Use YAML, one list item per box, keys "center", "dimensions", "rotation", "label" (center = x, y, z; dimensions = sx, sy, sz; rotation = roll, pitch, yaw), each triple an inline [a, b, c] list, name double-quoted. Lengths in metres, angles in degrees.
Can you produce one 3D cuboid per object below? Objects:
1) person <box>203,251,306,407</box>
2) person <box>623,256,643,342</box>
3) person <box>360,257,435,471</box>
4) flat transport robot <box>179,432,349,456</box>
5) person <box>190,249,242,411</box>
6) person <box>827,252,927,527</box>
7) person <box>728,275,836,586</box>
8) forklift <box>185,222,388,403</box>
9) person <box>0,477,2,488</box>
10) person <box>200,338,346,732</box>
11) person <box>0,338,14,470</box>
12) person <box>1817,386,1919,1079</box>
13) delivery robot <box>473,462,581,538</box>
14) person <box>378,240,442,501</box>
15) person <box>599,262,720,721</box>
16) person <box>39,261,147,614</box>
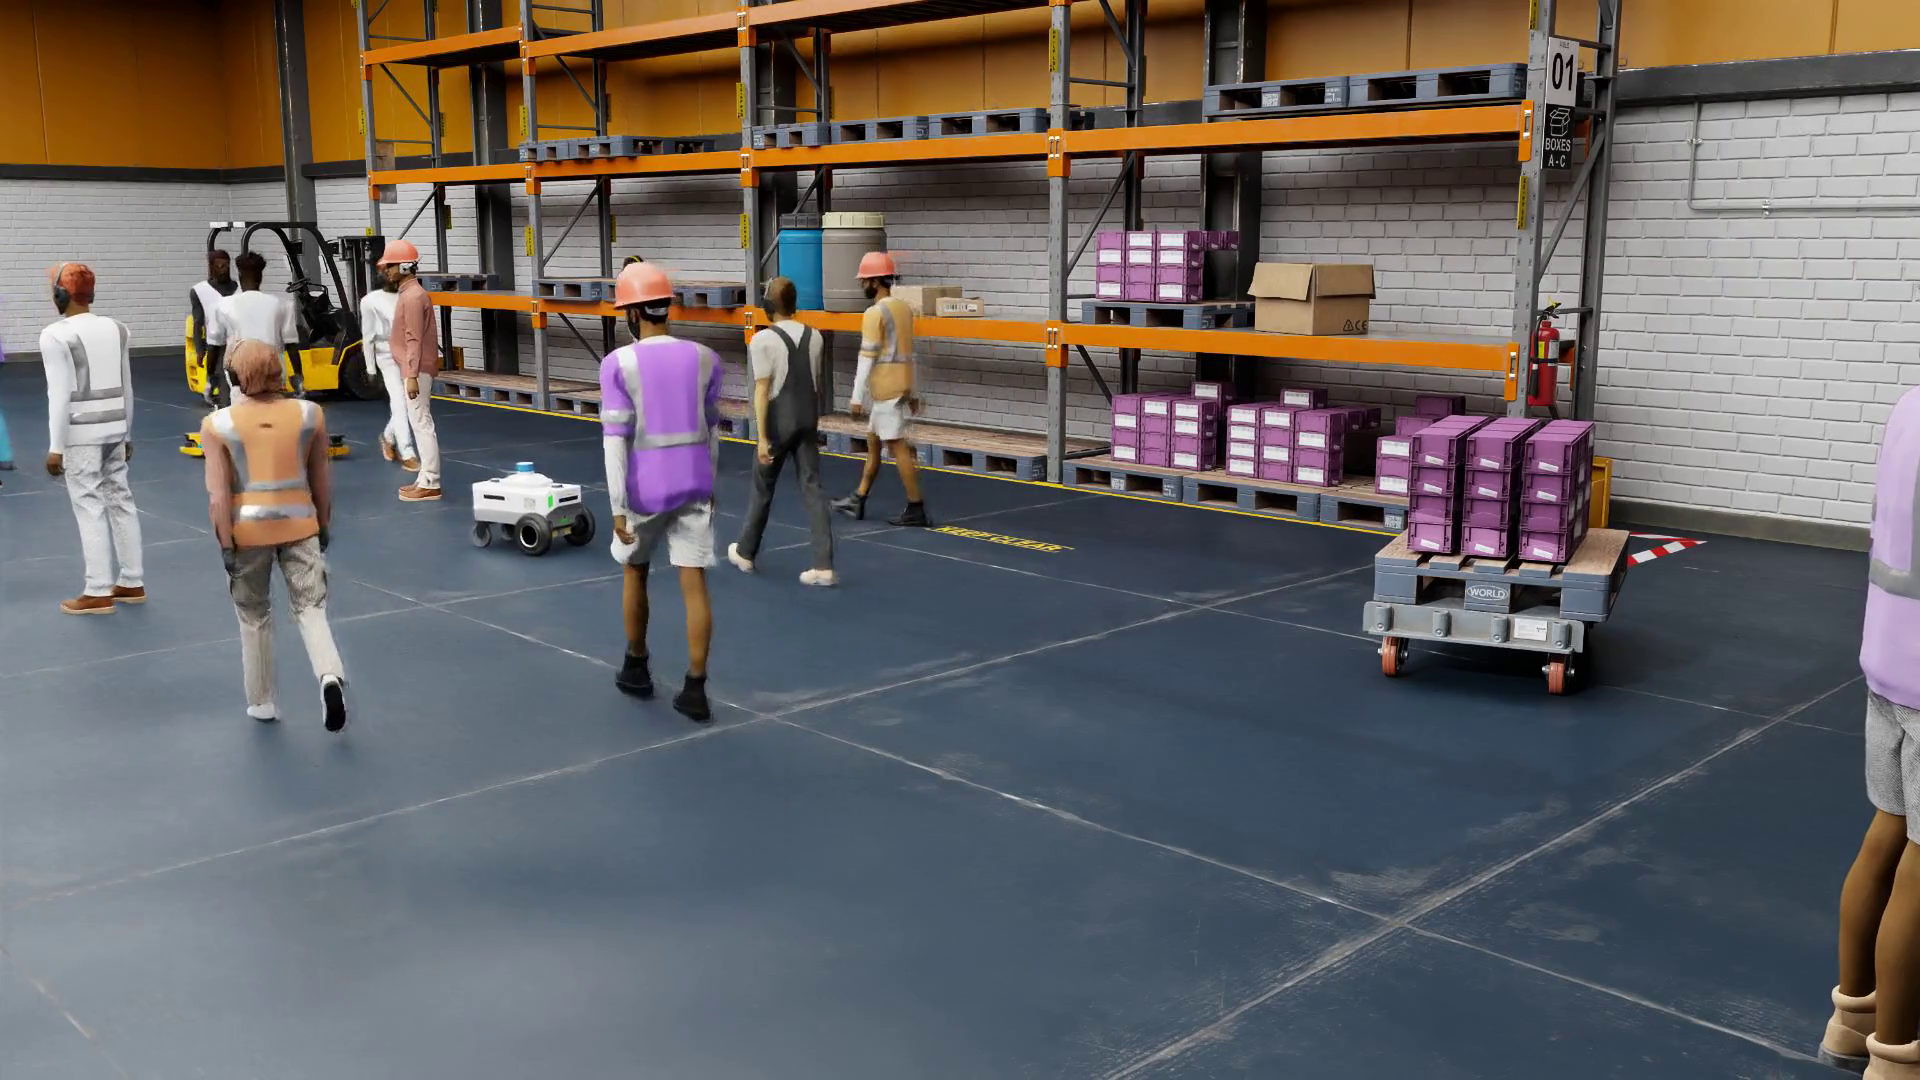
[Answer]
- center: [-5.370, -1.228, 12.638]
  dimensions: [0.671, 1.902, 1.039]
  rotation: [-7, 12, -33]
  label: "person"
- center: [-3.069, -1.887, 16.442]
  dimensions: [0.515, 1.831, 0.615]
  rotation: [-2, 11, -9]
  label: "person"
- center: [-4.924, -1.547, 14.484]
  dimensions: [0.864, 1.859, 0.575]
  rotation: [9, 14, 40]
  label: "person"
- center: [-6.357, -0.880, 15.173]
  dimensions: [1.431, 0.197, 0.652]
  rotation: [5, 12, 26]
  label: "flat transport robot"
- center: [-7.300, -1.928, 16.483]
  dimensions: [0.801, 1.893, 0.596]
  rotation: [10, 14, 43]
  label: "person"
- center: [-0.619, -1.040, 11.593]
  dimensions: [0.917, 1.896, 0.572]
  rotation: [4, 11, 22]
  label: "person"
- center: [-1.027, -0.647, 9.755]
  dimensions: [0.524, 1.789, 0.984]
  rotation: [-8, 13, -37]
  label: "person"
- center: [-8.169, -2.758, 20.163]
  dimensions: [2.313, 2.155, 1.214]
  rotation: [-10, 14, -44]
  label: "forklift"
- center: [-7.880, -1.203, 13.213]
  dimensions: [0.509, 1.631, 0.268]
  rotation: [6, 12, 29]
  label: "person"
- center: [-2.759, -0.006, 6.734]
  dimensions: [0.504, 1.617, 0.697]
  rotation: [-7, 13, -35]
  label: "person"
- center: [-8.449, -1.484, 14.224]
  dimensions: [0.518, 1.831, 0.616]
  rotation: [-1, 10, -7]
  label: "person"
- center: [2.267, 0.322, 3.779]
  dimensions: [0.382, 2.041, 0.616]
  rotation: [2, 11, 13]
  label: "person"
- center: [-2.805, -0.261, 10.765]
  dimensions: [0.707, 0.478, 0.477]
  rotation: [6, 12, 27]
  label: "delivery robot"
- center: [-4.203, -1.294, 12.756]
  dimensions: [0.406, 1.985, 0.619]
  rotation: [-4, 11, -19]
  label: "person"
- center: [-1.295, -0.223, 7.124]
  dimensions: [0.566, 1.897, 0.867]
  rotation: [-5, 12, -27]
  label: "person"
- center: [-4.665, -0.544, 8.936]
  dimensions: [0.338, 1.882, 0.583]
  rotation: [3, 11, 14]
  label: "person"
